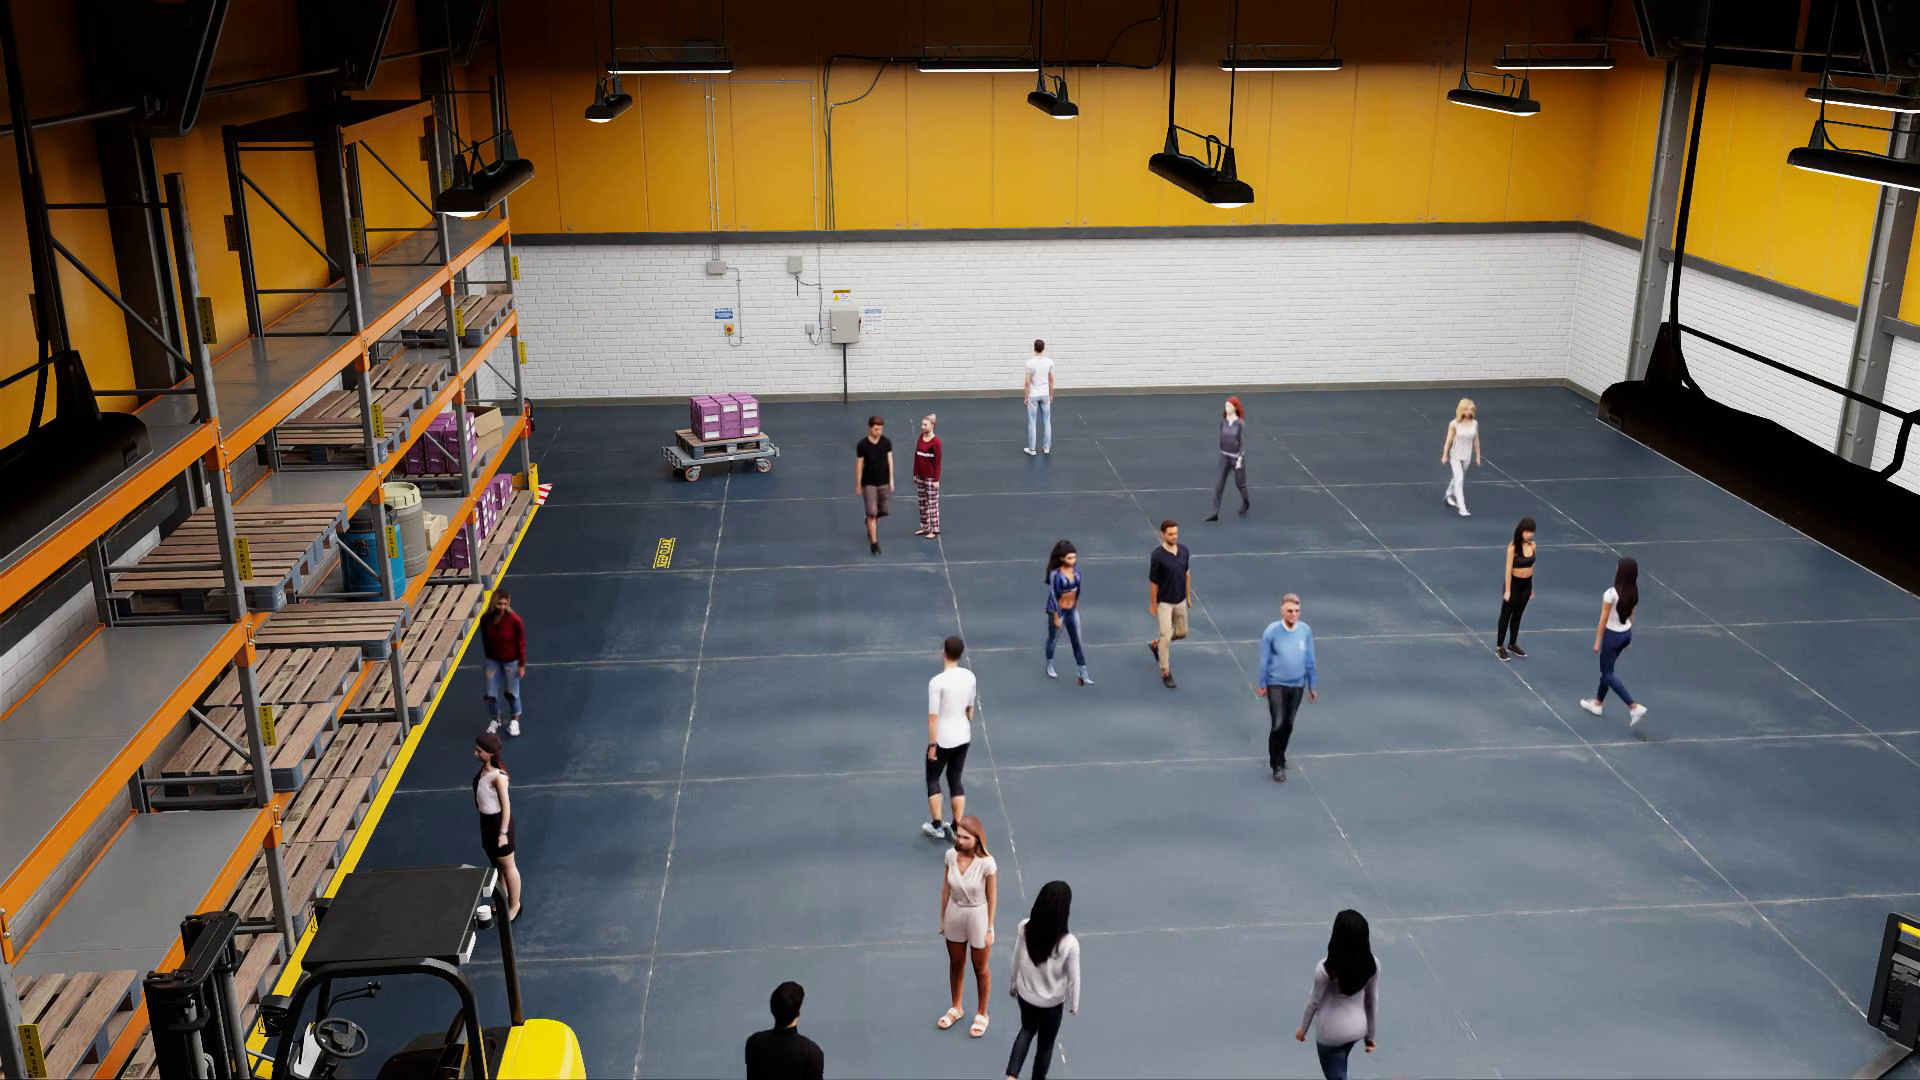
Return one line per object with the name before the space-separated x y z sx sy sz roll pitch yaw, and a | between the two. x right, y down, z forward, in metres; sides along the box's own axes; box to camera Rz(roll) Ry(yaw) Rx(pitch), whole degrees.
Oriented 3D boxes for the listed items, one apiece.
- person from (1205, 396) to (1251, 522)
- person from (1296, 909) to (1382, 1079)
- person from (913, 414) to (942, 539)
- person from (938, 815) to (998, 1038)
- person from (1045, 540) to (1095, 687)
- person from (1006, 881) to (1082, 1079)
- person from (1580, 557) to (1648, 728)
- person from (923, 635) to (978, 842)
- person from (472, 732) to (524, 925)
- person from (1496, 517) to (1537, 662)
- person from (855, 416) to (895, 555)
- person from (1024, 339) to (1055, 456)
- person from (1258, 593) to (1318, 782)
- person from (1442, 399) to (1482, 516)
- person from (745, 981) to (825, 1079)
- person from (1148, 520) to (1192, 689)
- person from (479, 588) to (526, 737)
person | 3.863 -1.125 23.265 1.119 1.732 1.159 16 25 40
person | 2.455 3.183 10.504 0.766 1.712 0.981 -7 20 -21
person | -0.435 -0.871 22.580 0.736 1.689 0.652 -18 25 -42
person | 0.068 2.726 11.886 0.666 1.697 0.701 9 21 25
person | 1.058 0.770 17.871 0.913 1.584 1.082 -11 22 -31
person | 0.499 3.055 10.936 0.825 1.679 0.881 9 21 25
person | 6.679 1.049 16.776 0.894 1.753 1.136 -10 21 -28
person | -0.066 1.770 14.536 0.839 1.817 0.831 17 25 41
person | -3.689 2.289 13.258 0.693 1.649 0.611 -16 24 -39
person | 6.206 0.517 18.532 0.619 1.641 0.595 -8 20 -21
person | -1.143 -0.772 22.046 0.865 1.841 1.090 -7 20 -19
person | 1.257 -2.286 26.525 0.693 1.851 0.621 -6 20 -18
person | 3.089 1.325 15.887 0.709 1.798 0.881 -4 19 -12
person | 7.098 -1.206 23.662 0.730 1.632 1.106 -4 19 -12
person | -1.056 3.434 9.781 0.795 1.698 1.060 3 19 8
person | 2.210 0.639 17.860 0.858 1.839 1.007 -9 21 -26
person | -4.546 1.211 16.542 0.658 1.596 0.637 5 19 13
